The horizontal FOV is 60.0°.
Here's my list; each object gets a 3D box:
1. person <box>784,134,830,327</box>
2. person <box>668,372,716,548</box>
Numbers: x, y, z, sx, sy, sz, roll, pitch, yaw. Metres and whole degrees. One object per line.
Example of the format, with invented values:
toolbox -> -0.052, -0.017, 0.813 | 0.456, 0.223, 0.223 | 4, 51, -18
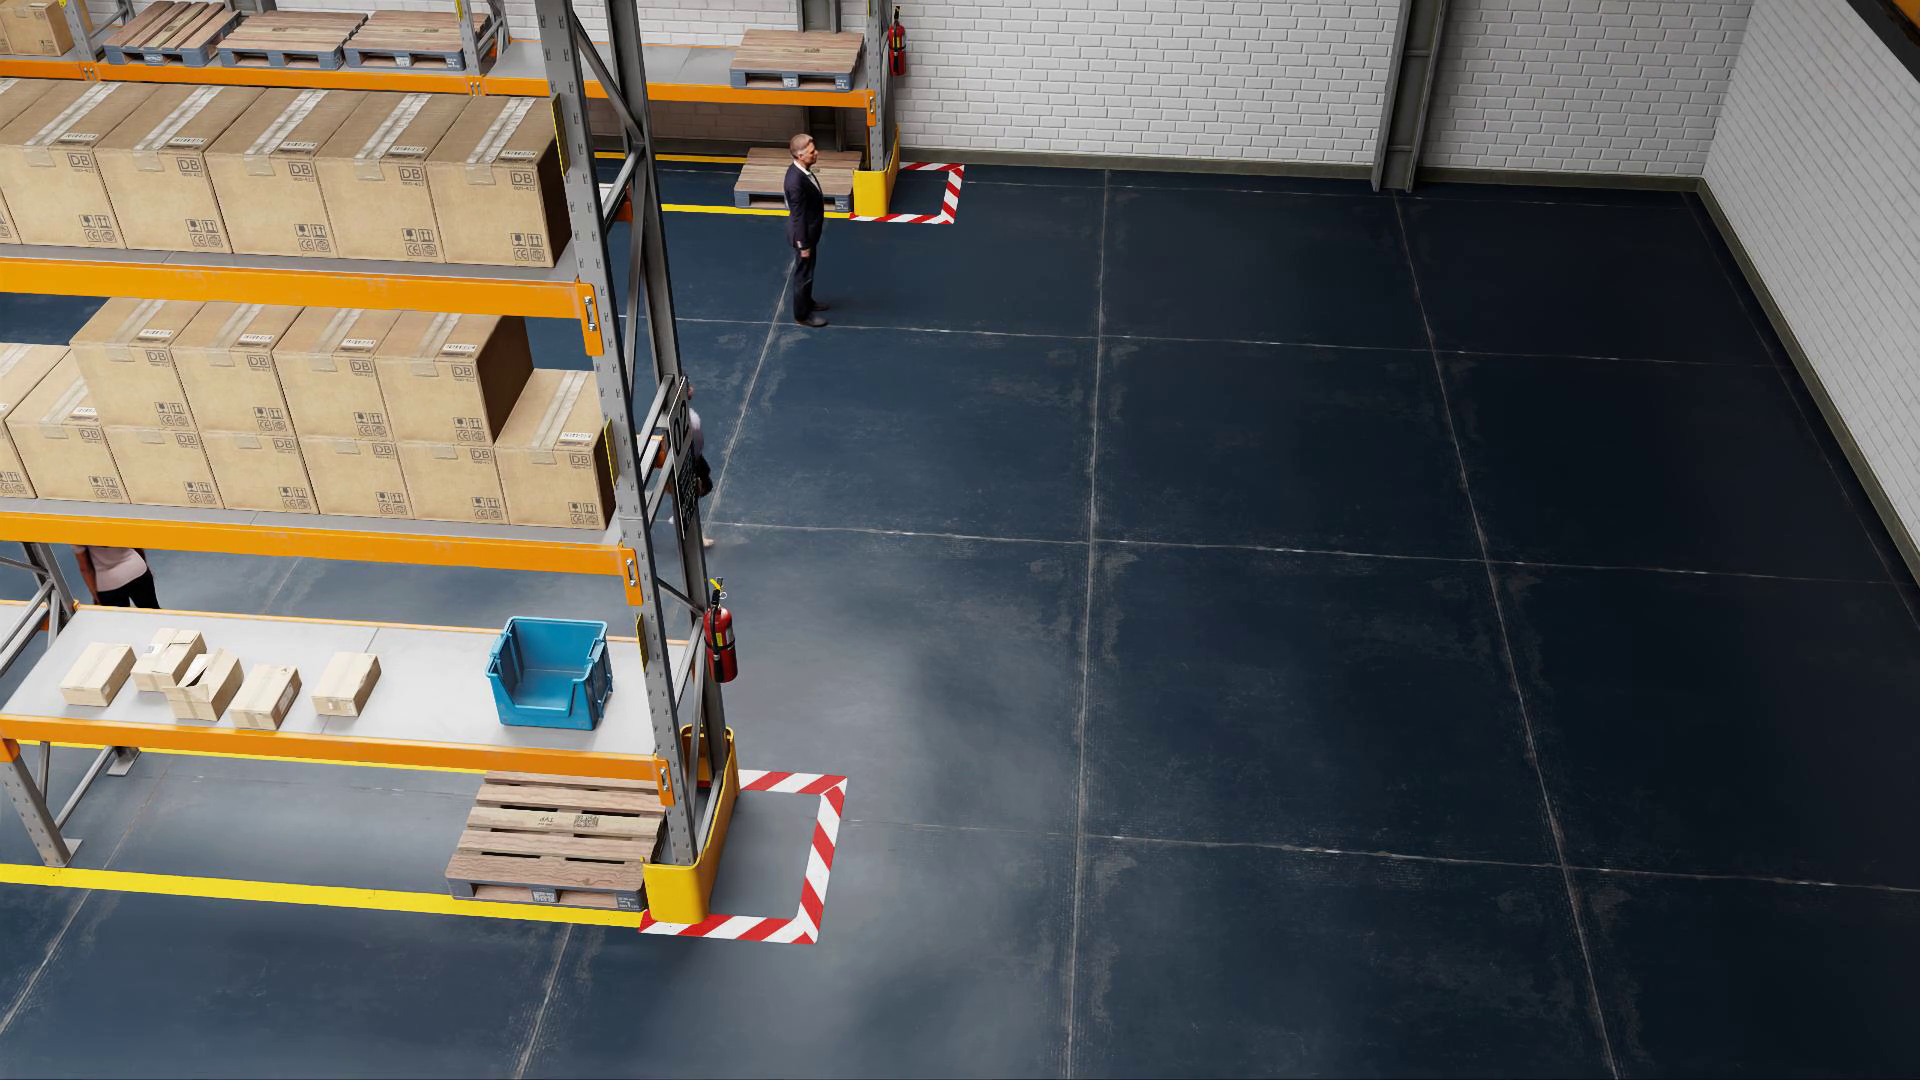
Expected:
person -> -1.394, -2.784, 14.862 | 0.598, 1.812, 0.696 | 0, 39, 0
person -> -2.096, -0.571, 12.301 | 0.619, 1.551, 0.601 | -2, 39, -3
